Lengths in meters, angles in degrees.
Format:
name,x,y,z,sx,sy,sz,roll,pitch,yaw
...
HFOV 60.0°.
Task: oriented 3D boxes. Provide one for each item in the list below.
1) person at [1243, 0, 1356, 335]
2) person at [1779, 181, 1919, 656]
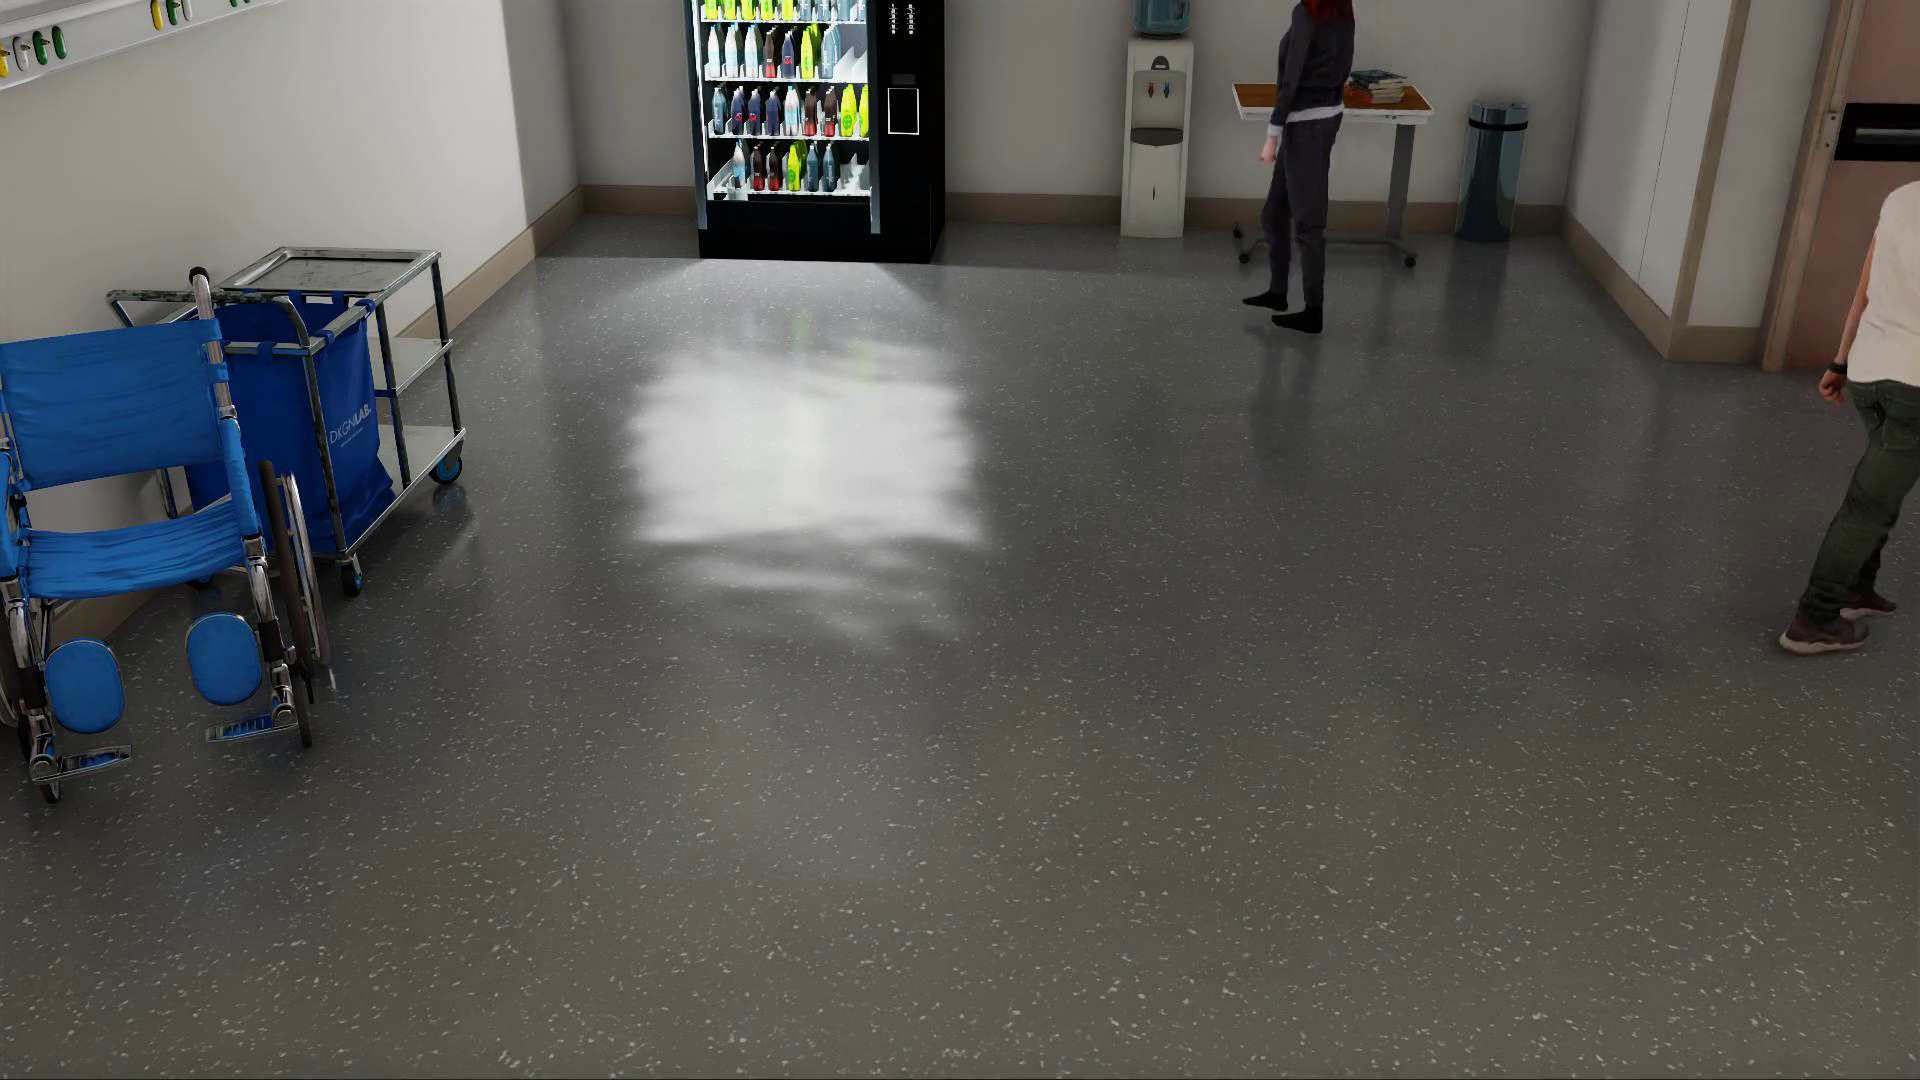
name,x,y,z,sx,sy,sz,roll,pitch,yaw
person,1.598,-1.750,7.251,0.797,1.769,0.745,15,30,29
person,2.559,-0.418,4.637,0.786,1.642,0.721,-7,27,-14
